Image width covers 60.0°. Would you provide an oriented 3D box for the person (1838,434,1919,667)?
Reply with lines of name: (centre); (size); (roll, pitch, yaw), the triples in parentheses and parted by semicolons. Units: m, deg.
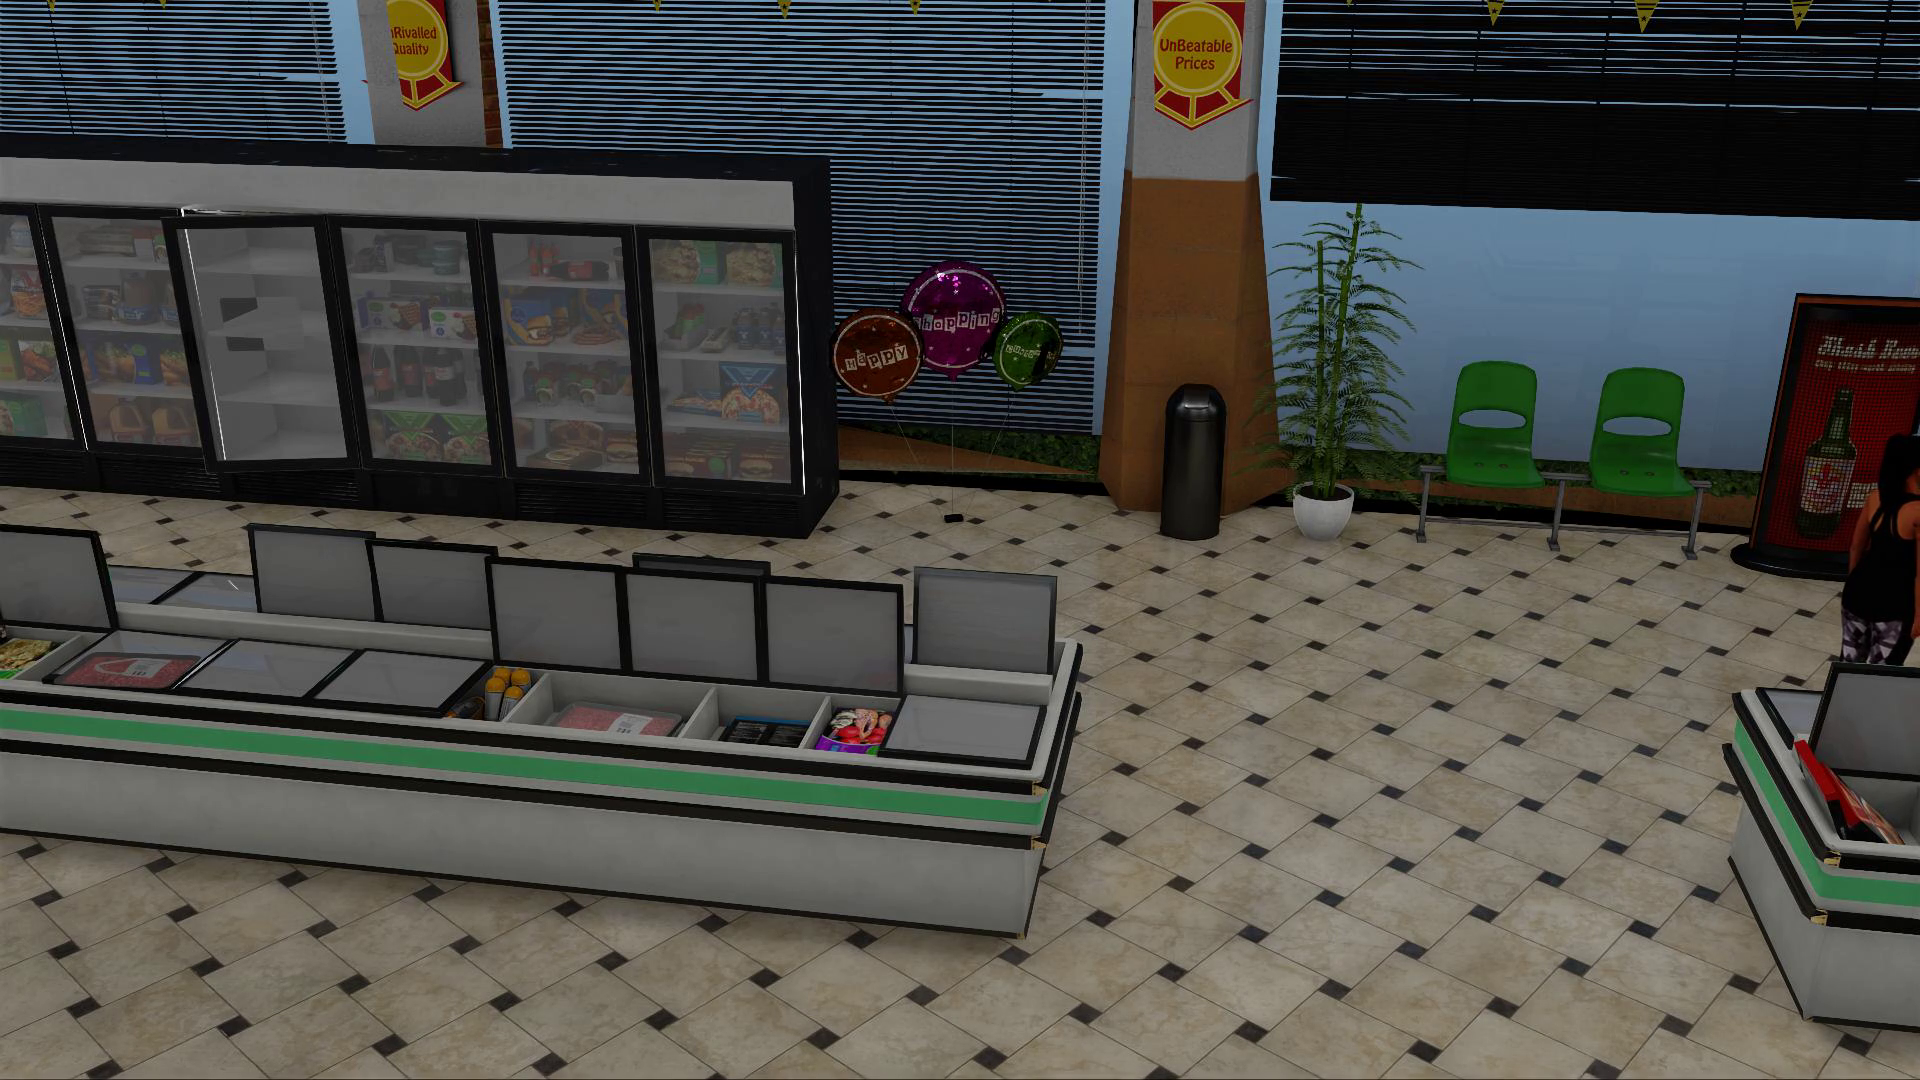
person: (4.327, 0.286, 7.808); (0.655, 1.659, 0.651); (-7, 23, -16)
